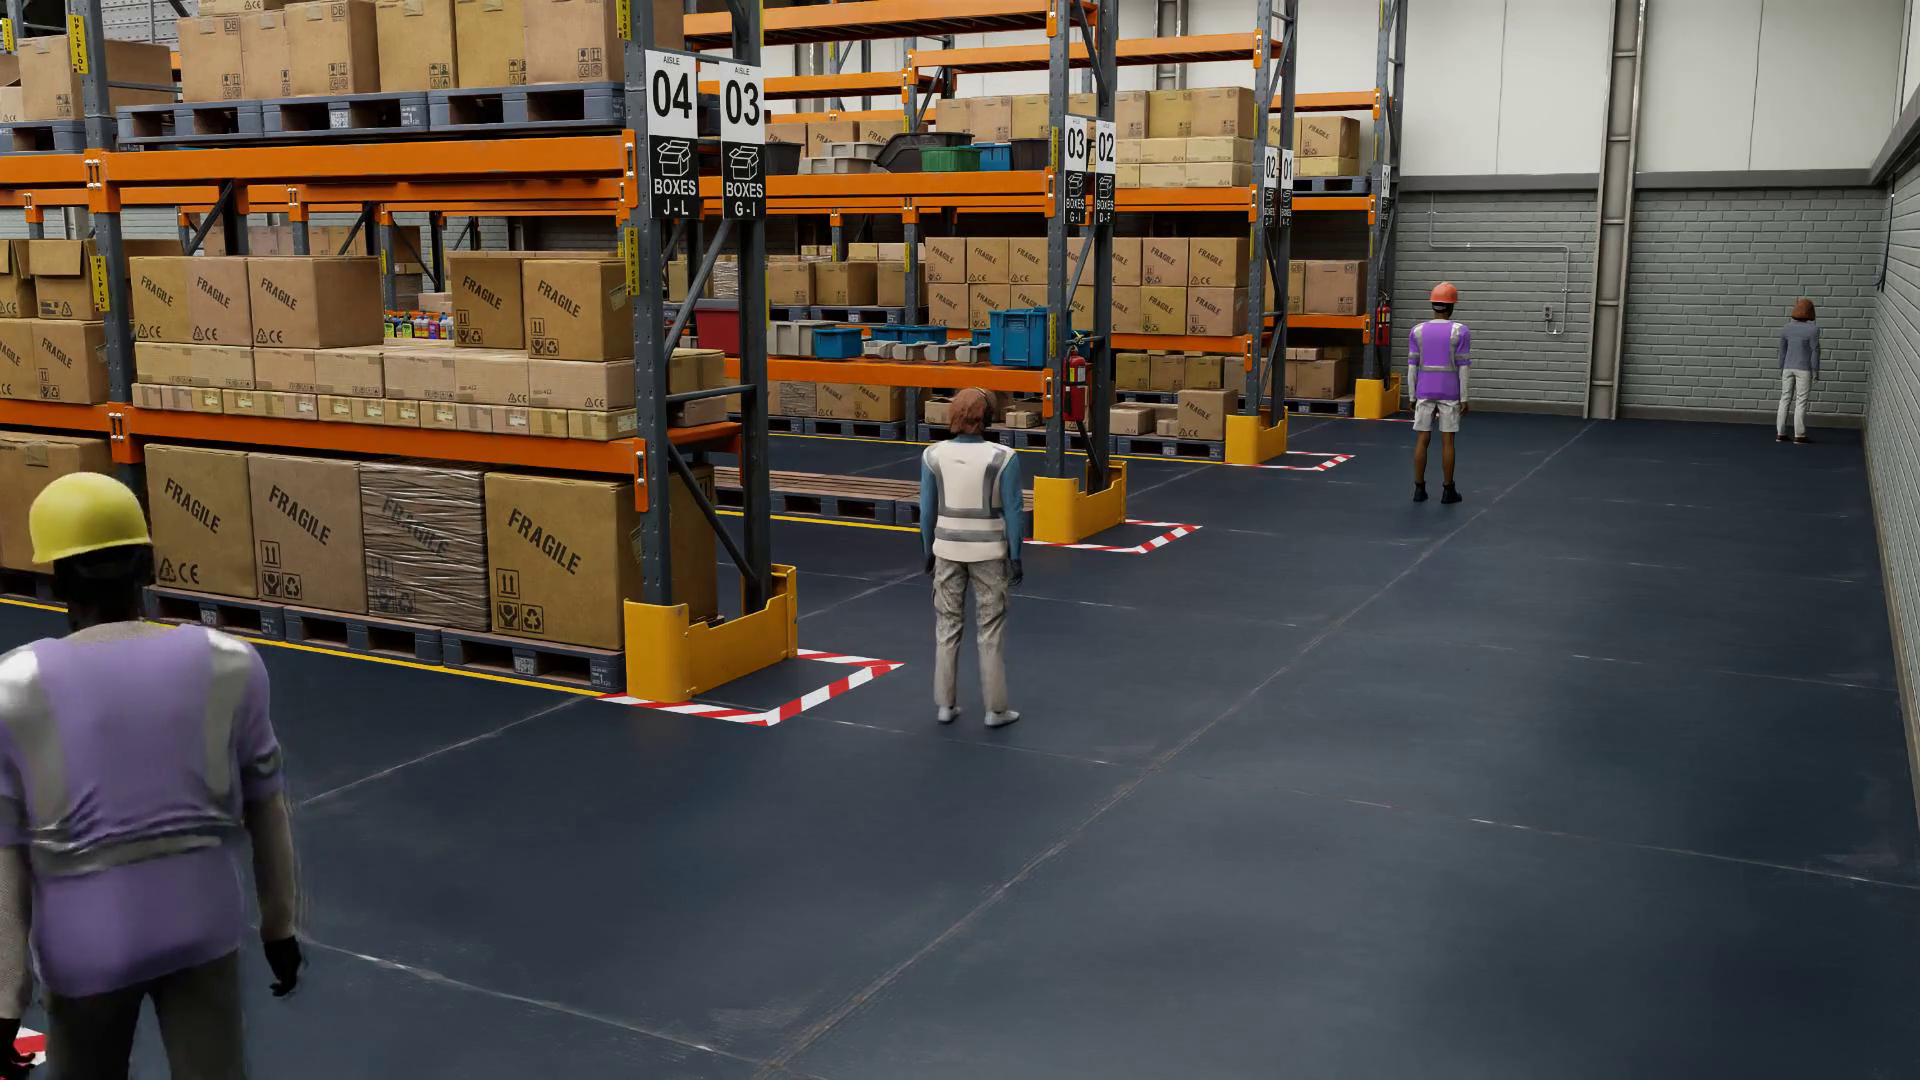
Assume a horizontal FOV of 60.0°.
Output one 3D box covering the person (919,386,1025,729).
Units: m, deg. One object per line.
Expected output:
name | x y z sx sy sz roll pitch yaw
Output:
person | 0.057 0.089 7.957 0.522 1.638 0.310 4 11 20

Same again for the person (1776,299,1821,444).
person | 9.517 -1.909 18.866 0.280 1.633 0.507 -5 12 -25

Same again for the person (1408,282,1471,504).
person | 4.219 -1.288 14.650 0.542 1.938 0.358 6 12 30

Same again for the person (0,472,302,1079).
person | -1.707 0.802 3.458 0.619 1.869 0.824 -8 13 -38
